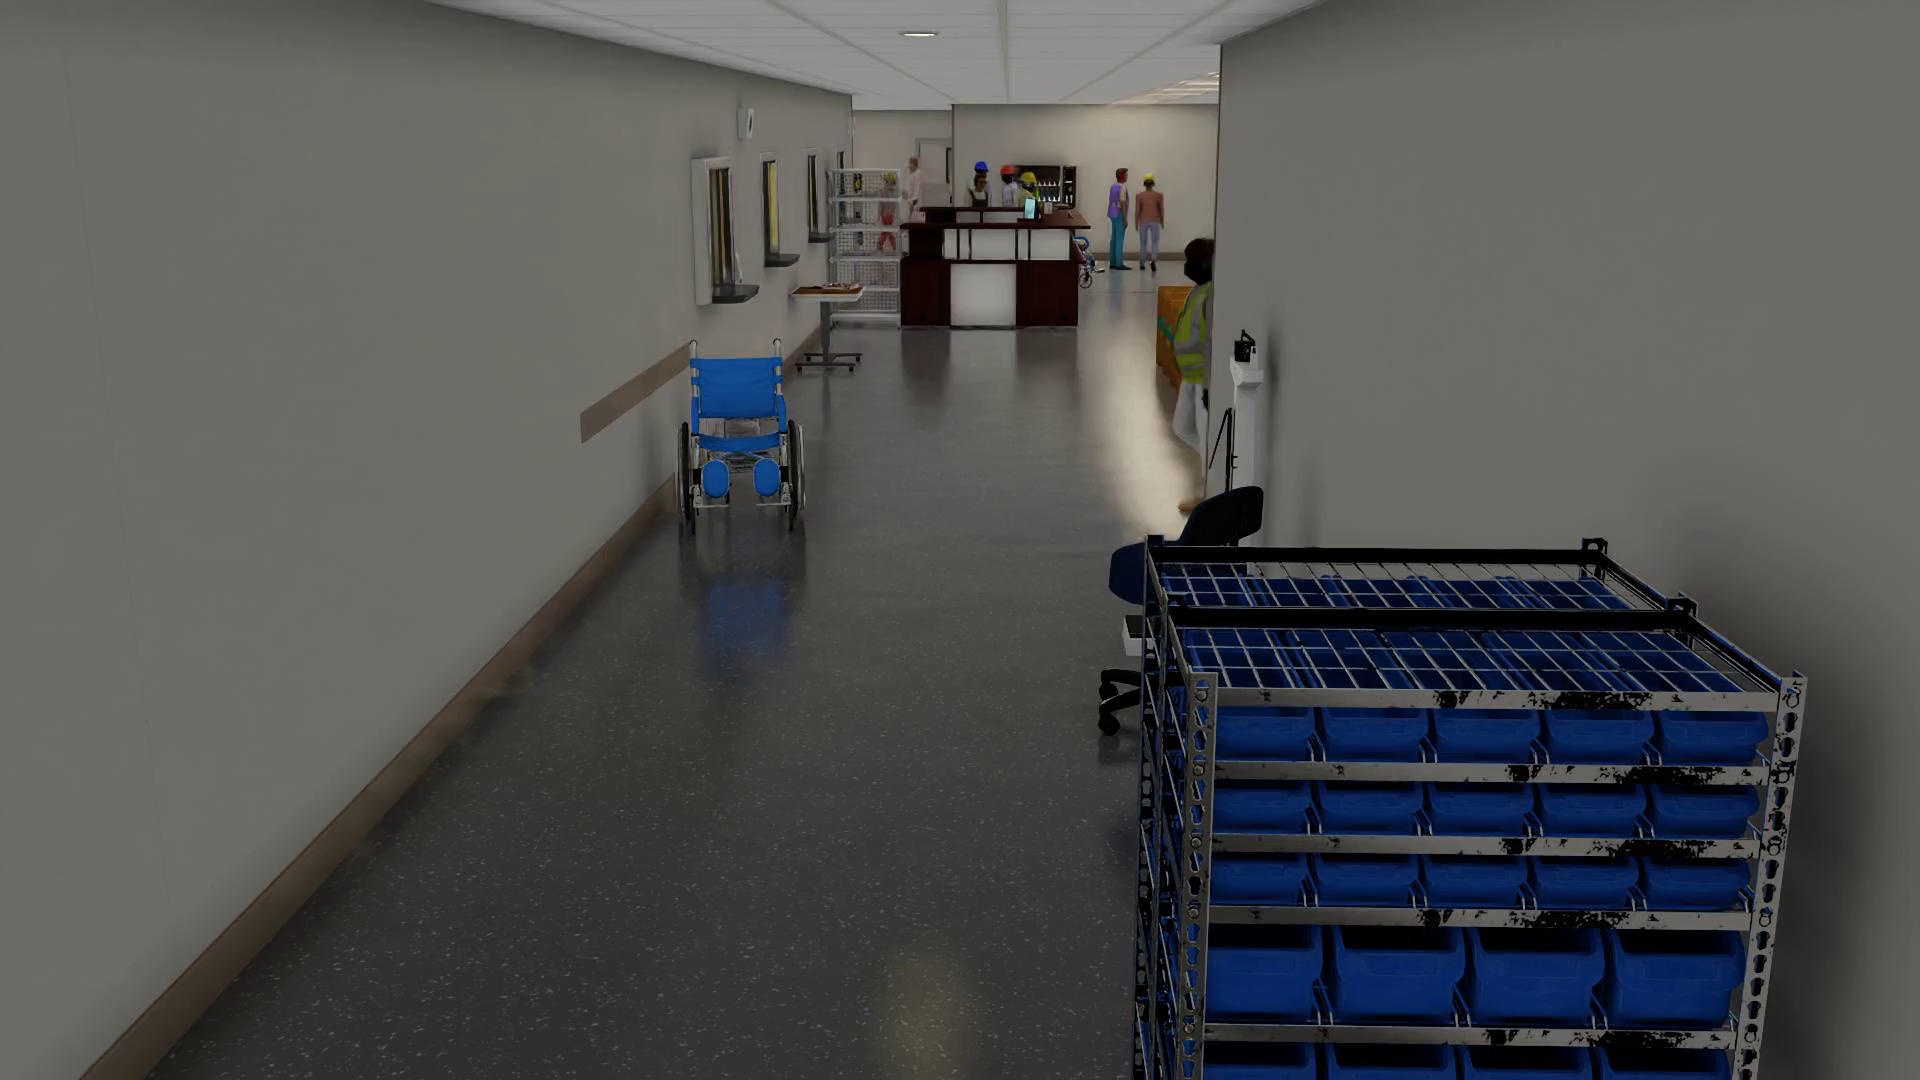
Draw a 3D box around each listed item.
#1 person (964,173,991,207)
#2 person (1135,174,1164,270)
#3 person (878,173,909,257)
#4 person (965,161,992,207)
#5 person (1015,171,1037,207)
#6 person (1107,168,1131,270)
[{"bbox_3d":[0.265,-5.329,28.300,0.534,1.823,0.667,-7,15,-25],"label":"person"},{"bbox_3d":[3.455,-5.801,30.381,0.539,1.749,0.620,3,14,12],"label":"person"},{"bbox_3d":[-1.326,-6.376,32.747,0.922,1.708,0.537,10,17,35],"label":"person"},{"bbox_3d":[0.371,-6.221,31.682,0.602,1.940,0.402,12,18,40],"label":"person"},{"bbox_3d":[1.140,-5.390,28.540,0.403,1.830,0.595,-2,14,-8],"label":"person"},{"bbox_3d":[2.913,-5.901,30.579,0.388,1.847,0.563,-4,15,-18],"label":"person"}]
